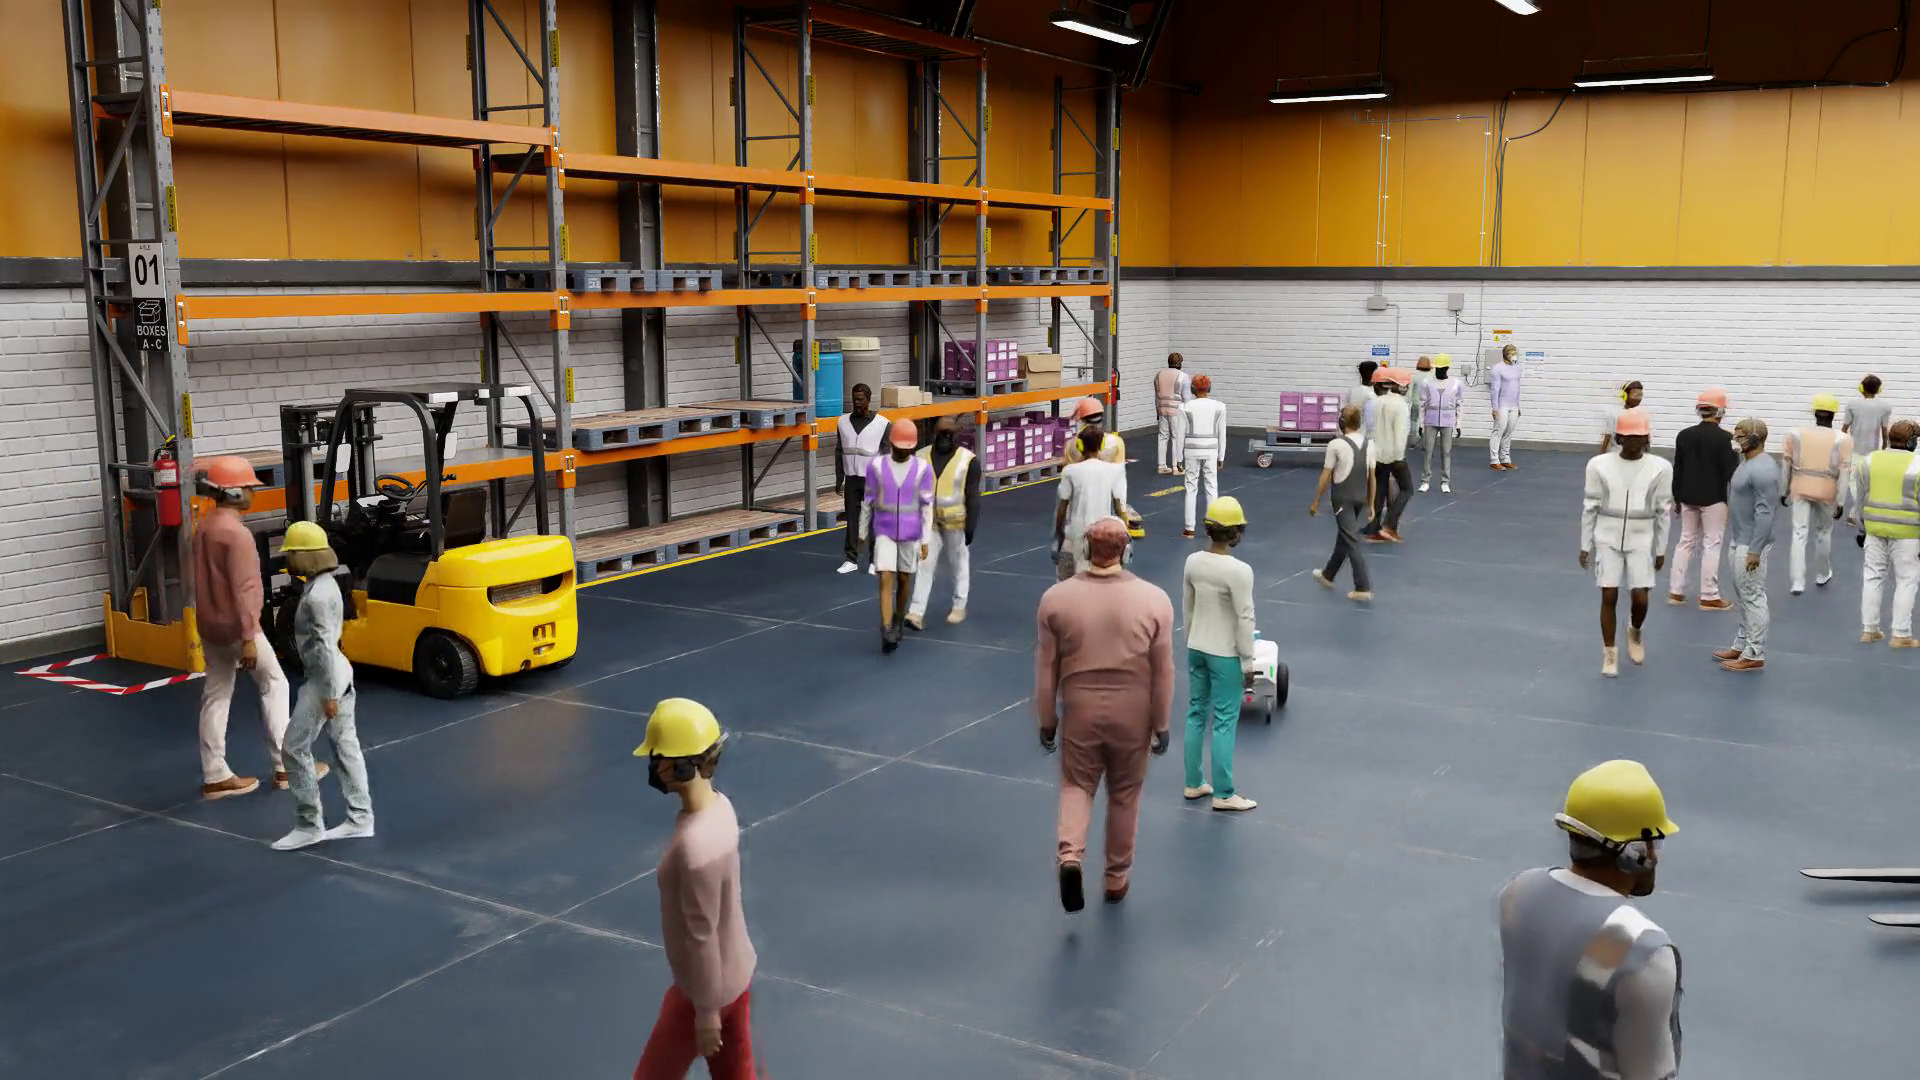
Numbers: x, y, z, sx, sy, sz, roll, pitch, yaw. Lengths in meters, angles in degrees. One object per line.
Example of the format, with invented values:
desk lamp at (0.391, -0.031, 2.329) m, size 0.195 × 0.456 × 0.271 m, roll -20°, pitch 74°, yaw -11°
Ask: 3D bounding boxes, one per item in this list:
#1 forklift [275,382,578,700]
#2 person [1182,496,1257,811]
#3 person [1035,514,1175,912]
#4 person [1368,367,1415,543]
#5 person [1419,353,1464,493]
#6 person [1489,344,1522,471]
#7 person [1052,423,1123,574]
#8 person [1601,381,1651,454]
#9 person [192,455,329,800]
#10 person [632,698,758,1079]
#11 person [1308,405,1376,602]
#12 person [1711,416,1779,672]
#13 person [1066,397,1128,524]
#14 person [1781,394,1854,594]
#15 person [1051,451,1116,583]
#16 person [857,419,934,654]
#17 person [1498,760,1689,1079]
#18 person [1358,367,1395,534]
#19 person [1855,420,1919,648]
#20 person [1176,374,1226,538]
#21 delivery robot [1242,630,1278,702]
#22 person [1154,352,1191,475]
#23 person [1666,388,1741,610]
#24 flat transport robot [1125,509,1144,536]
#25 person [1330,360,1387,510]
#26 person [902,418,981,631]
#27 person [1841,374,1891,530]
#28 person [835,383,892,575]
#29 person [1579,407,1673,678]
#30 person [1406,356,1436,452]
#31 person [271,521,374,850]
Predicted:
forklift at (-3.974, -0.067, 12.417) m, size 2.313 × 2.155 × 1.214 m, roll 5°, pitch 11°, yaw 30°
person at (1.465, 0.636, 9.369) m, size 0.326 × 1.766 × 0.547 m, roll -6°, pitch 11°, yaw -33°
person at (0.675, 0.828, 7.790) m, size 0.650 × 1.888 × 0.664 m, roll 2°, pitch 9°, yaw 11°
person at (4.796, -0.933, 18.502) m, size 0.491 × 1.974 × 0.630 m, roll -3°, pitch 10°, yaw -20°
person at (6.606, -1.609, 22.885) m, size 0.588 × 1.923 × 0.383 m, roll 3°, pitch 10°, yaw 19°
person at (8.352, -2.026, 25.435) m, size 0.635 × 1.938 × 0.361 m, roll -6°, pitch 11°, yaw -34°
person at (1.003, -0.020, 13.277) m, size 0.570 × 1.838 × 0.797 m, roll -2°, pitch 9°, yaw -12°
person at (7.267, -0.802, 18.067) m, size 0.577 × 1.848 × 0.563 m, roll -2°, pitch 9°, yaw -13°
person at (-4.066, 0.490, 9.620) m, size 0.646 × 1.968 × 0.807 m, roll 8°, pitch 12°, yaw 41°
person at (-0.885, 1.337, 5.058) m, size 0.722 × 1.741 × 0.543 m, roll 0°, pitch 9°, yaw 0°
person at (3.572, -0.357, 15.472) m, size 0.538 × 1.792 × 0.970 m, roll -5°, pitch 10°, yaw -26°
person at (5.980, 0.031, 12.602) m, size 0.354 × 1.936 × 0.635 m, roll 2°, pitch 9°, yaw 15°
person at (1.231, -0.321, 14.885) m, size 0.580 × 1.911 × 0.421 m, roll 3°, pitch 10°, yaw 19°
person at (8.106, -0.445, 15.766) m, size 0.610 × 1.874 × 0.978 m, roll 6°, pitch 11°, yaw 34°
person at (0.996, 0.071, 13.432) m, size 0.554 × 1.604 × 0.583 m, roll 0°, pitch 9°, yaw 0°
person at (-0.514, -0.045, 13.295) m, size 0.609 × 1.861 × 0.989 m, roll 0°, pitch 9°, yaw -3°
person at (1.548, 1.443, 4.166) m, size 0.476 × 1.817 × 0.612 m, roll -3°, pitch 10°, yaw -17°
person at (4.830, -1.020, 19.159) m, size 0.552 × 1.936 × 0.358 m, roll -6°, pitch 11°, yaw -33°
person at (7.553, -0.052, 13.444) m, size 0.429 × 1.837 × 0.643 m, roll -6°, pitch 11°, yaw -33°
person at (2.739, -0.945, 18.915) m, size 0.575 × 1.872 × 0.340 m, roll 0°, pitch 9°, yaw -2°
delivery robot at (2.007, 0.860, 11.439) m, size 0.477 × 0.478 × 0.707 m, roll 2°, pitch 9°, yaw 12°
person at (3.198, -1.890, 24.939) m, size 0.619 × 1.836 × 0.430 m, roll 8°, pitch 12°, yaw 40°
person at (6.683, -0.353, 14.878) m, size 0.468 × 1.982 × 0.693 m, roll -5°, pitch 10°, yaw -27°
flat transport robot at (1.734, -0.243, 19.498) m, size 0.652 × 0.197 × 1.431 m, roll 0°, pitch 9°, yaw -2°
person at (5.051, -1.303, 20.945) m, size 0.890 × 1.942 × 0.612 m, roll -4°, pitch 10°, yaw -22°
person at (-0.161, -0.125, 14.031) m, size 0.631 × 1.787 × 0.964 m, roll 3°, pitch 10°, yaw 18°
person at (10.637, -1.034, 19.589) m, size 0.534 × 1.839 × 0.887 m, roll 1°, pitch 9°, yaw 8°
person at (-0.973, -0.615, 16.691) m, size 0.587 × 1.920 × 0.391 m, roll 3°, pitch 10°, yaw 18°
person at (4.956, 0.019, 12.412) m, size 0.625 × 2.030 × 0.513 m, roll 4°, pitch 10°, yaw 22°
person at (7.817, -2.305, 28.223) m, size 0.533 × 1.607 × 0.724 m, roll 1°, pitch 9°, yaw 5°
person at (-3.414, 0.759, 8.704) m, size 0.641 × 1.720 × 0.516 m, roll -3°, pitch 9°, yaw -16°
